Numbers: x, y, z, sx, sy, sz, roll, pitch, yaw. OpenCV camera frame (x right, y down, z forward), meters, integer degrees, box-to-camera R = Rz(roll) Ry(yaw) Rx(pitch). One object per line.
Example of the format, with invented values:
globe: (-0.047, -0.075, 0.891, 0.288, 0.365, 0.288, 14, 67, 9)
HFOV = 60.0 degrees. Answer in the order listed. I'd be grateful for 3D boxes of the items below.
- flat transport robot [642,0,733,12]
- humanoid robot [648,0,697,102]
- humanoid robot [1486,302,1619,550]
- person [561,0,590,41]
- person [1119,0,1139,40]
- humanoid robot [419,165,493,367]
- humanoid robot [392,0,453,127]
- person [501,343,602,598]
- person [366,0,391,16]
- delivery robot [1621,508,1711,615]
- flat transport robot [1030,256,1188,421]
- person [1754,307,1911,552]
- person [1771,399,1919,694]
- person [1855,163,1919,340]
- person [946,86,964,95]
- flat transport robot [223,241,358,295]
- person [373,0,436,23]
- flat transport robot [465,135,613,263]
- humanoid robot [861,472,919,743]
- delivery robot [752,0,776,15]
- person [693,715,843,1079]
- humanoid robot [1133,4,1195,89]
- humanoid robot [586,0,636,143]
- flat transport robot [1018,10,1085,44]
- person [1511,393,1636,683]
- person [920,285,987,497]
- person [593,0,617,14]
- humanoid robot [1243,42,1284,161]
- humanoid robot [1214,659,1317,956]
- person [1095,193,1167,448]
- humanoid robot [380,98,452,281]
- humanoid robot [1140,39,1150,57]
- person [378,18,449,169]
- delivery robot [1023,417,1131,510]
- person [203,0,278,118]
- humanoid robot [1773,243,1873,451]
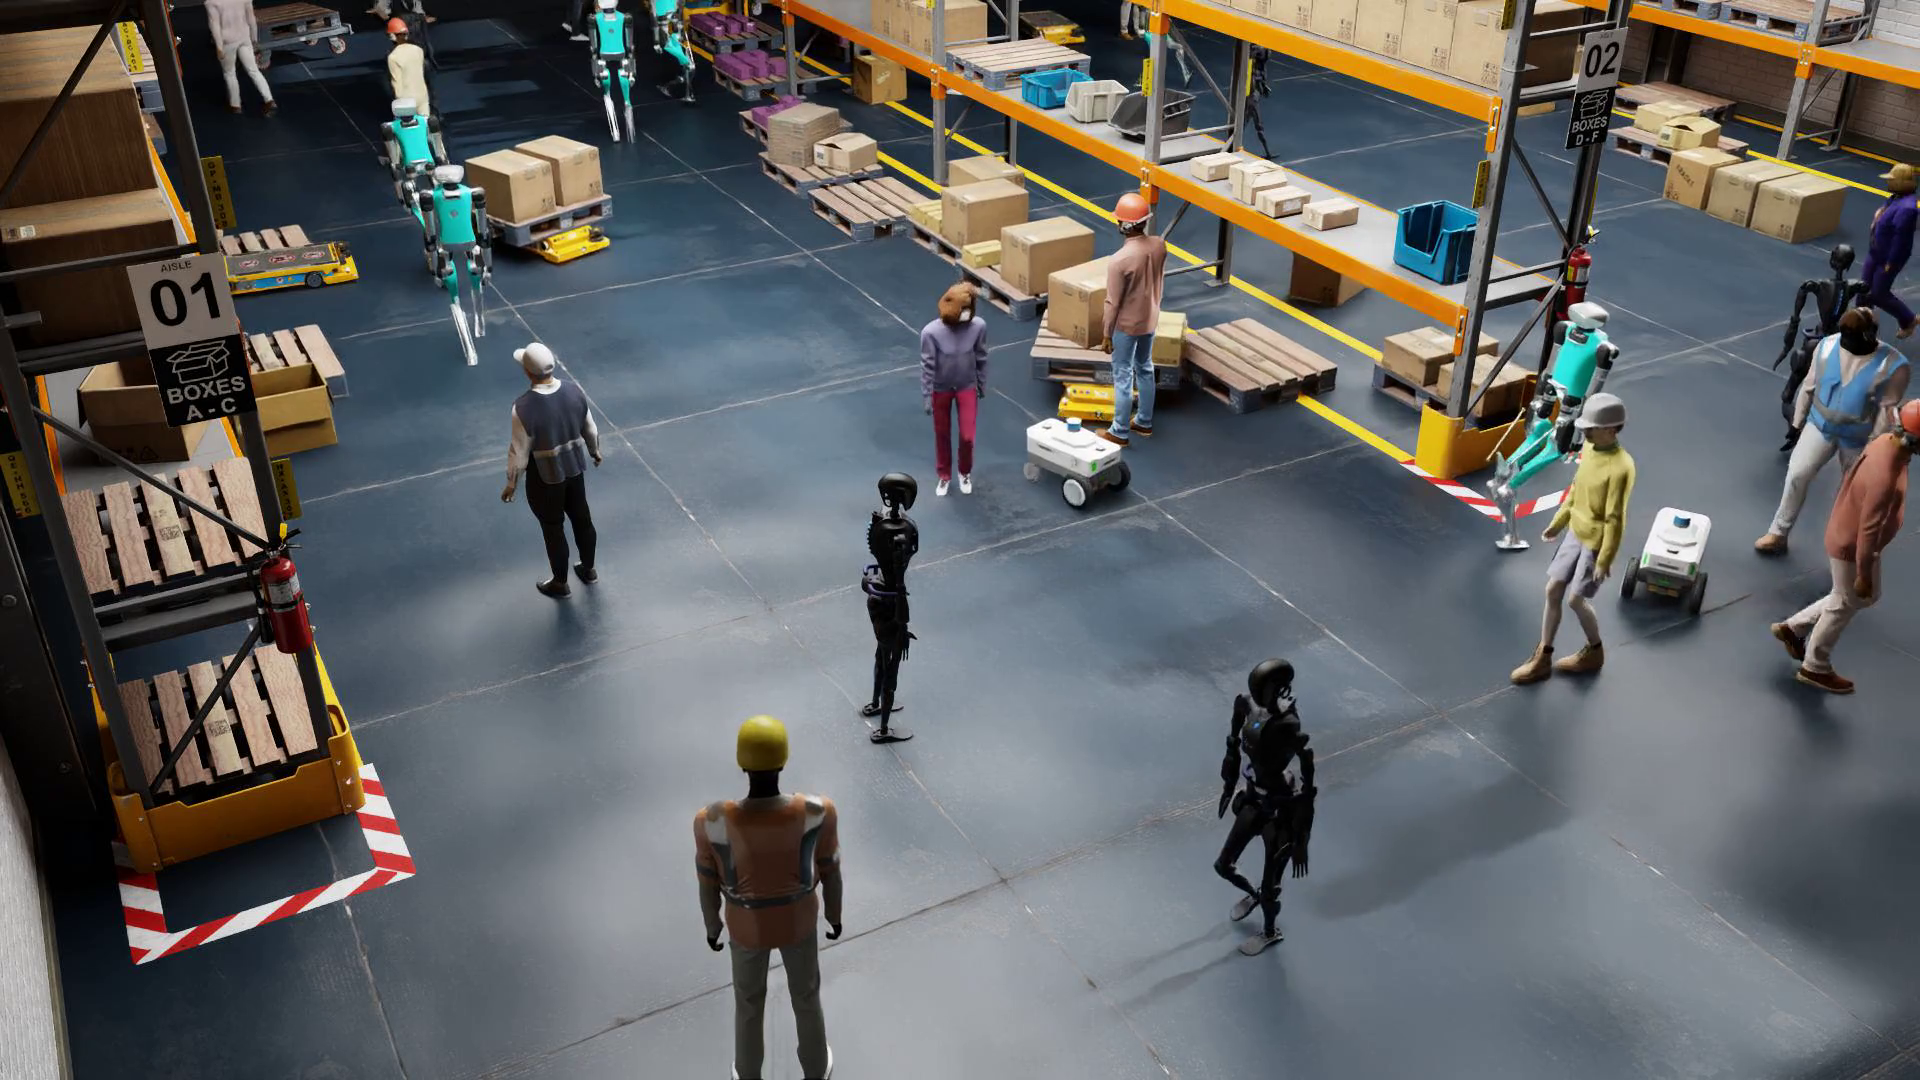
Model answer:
flat transport robot: (-4.221, -8.476, 26.165, 1.431, 0.231, 0.659, -12, 32, -19)
humanoid robot: (-3.566, -6.322, 20.927, 0.985, 1.736, 0.545, 19, 35, 30)
humanoid robot: (3.852, -0.707, 11.168, 0.822, 1.759, 0.534, -11, 32, -18)
person: (-5.574, -8.138, 24.016, 0.443, 1.826, 0.506, -10, 31, -17)
person: (2.564, -8.236, 24.132, 0.553, 1.890, 0.390, -23, 37, -34)
humanoid robot: (-4.244, -2.402, 14.154, 0.548, 1.788, 0.937, -8, 31, -14)
humanoid robot: (-6.621, -5.814, 20.164, 0.779, 1.623, 0.601, 18, 35, 29)
person: (-2.593, -0.448, 10.692, 0.416, 1.759, 0.747, 23, 37, 34)
person: (-9.058, -8.930, 25.584, 0.510, 1.631, 0.272, 22, 37, 33)
delivery robot: (4.696, 0.099, 10.946, 0.499, 0.591, 0.781, 15, 33, 25)
flat transport robot: (1.228, -1.366, 13.787, 0.659, 0.231, 1.431, 5, 30, 9)
person: (5.850, -0.700, 11.108, 0.716, 1.796, 0.639, -26, 39, -37)
person: (5.229, 0.044, 9.633, 0.509, 1.966, 0.644, 17, 34, 26)
person: (8.031, -2.427, 14.291, 0.567, 1.599, 0.479, 3, 30, 5)
person: (-0.036, -6.747, 21.534, 0.394, 1.892, 0.632, -6, 30, -11)
flat transport robot: (-6.538, -2.568, 15.880, 1.431, 0.231, 0.659, -12, 32, -21)
person: (-8.480, -8.694, 24.999, 0.838, 1.813, 0.631, -7, 31, -12)
flat transport robot: (-4.278, -3.128, 16.855, 1.431, 0.231, 0.659, 22, 37, 34)
humanoid robot: (-0.395, 0.354, 9.378, 0.326, 1.649, 0.615, -6, 30, -10)
delivery robot: (-2.856, -8.468, 25.881, 0.789, 0.612, 0.499, -4, 30, -8)
person: (-0.792, 1.572, 7.032, 0.597, 1.913, 0.419, -6, 30, -10)
humanoid robot: (2.723, -6.749, 21.714, 0.962, 1.770, 0.555, 9, 31, 15)
humanoid robot: (-4.064, -5.467, 19.554, 0.538, 1.887, 0.746, -6, 31, -11)
flat transport robot: (1.280, -7.592, 24.625, 0.659, 0.231, 1.431, -9, 31, -16)
person: (3.653, -0.005, 9.833, 0.631, 1.845, 0.548, -6, 30, -10)
person: (-0.039, -1.041, 11.866, 0.483, 1.623, 0.406, -2, 30, -4)
person: (-5.142, -8.043, 23.953, 0.562, 1.726, 0.646, -8, 31, -13)
humanoid robot: (3.434, -5.180, 19.057, 0.757, 1.628, 0.596, 12, 32, 20)
humanoid robot: (1.466, 1.263, 7.805, 0.349, 1.646, 0.612, -18, 34, -28)
person: (1.286, -1.644, 12.556, 0.618, 1.990, 0.396, -26, 39, -37)
humanoid robot: (-4.982, -3.194, 15.503, 0.567, 1.725, 1.050, -12, 32, -19)
humanoid robot: (2.653, -7.516, 23.078, 0.330, 1.645, 0.612, 2, 30, 4)
person: (-6.186, -4.963, 18.625, 0.882, 1.699, 0.569, 13, 32, 22)
delivery robot: (0.840, -0.592, 12.173, 0.818, 0.614, 0.499, 26, 39, 38)
person: (-8.911, -6.166, 20.509, 0.953, 1.903, 0.641, 21, 36, 32)
humanoid robot: (6.462, -1.394, 12.421, 0.612, 1.640, 0.412, 4, 30, 7)
